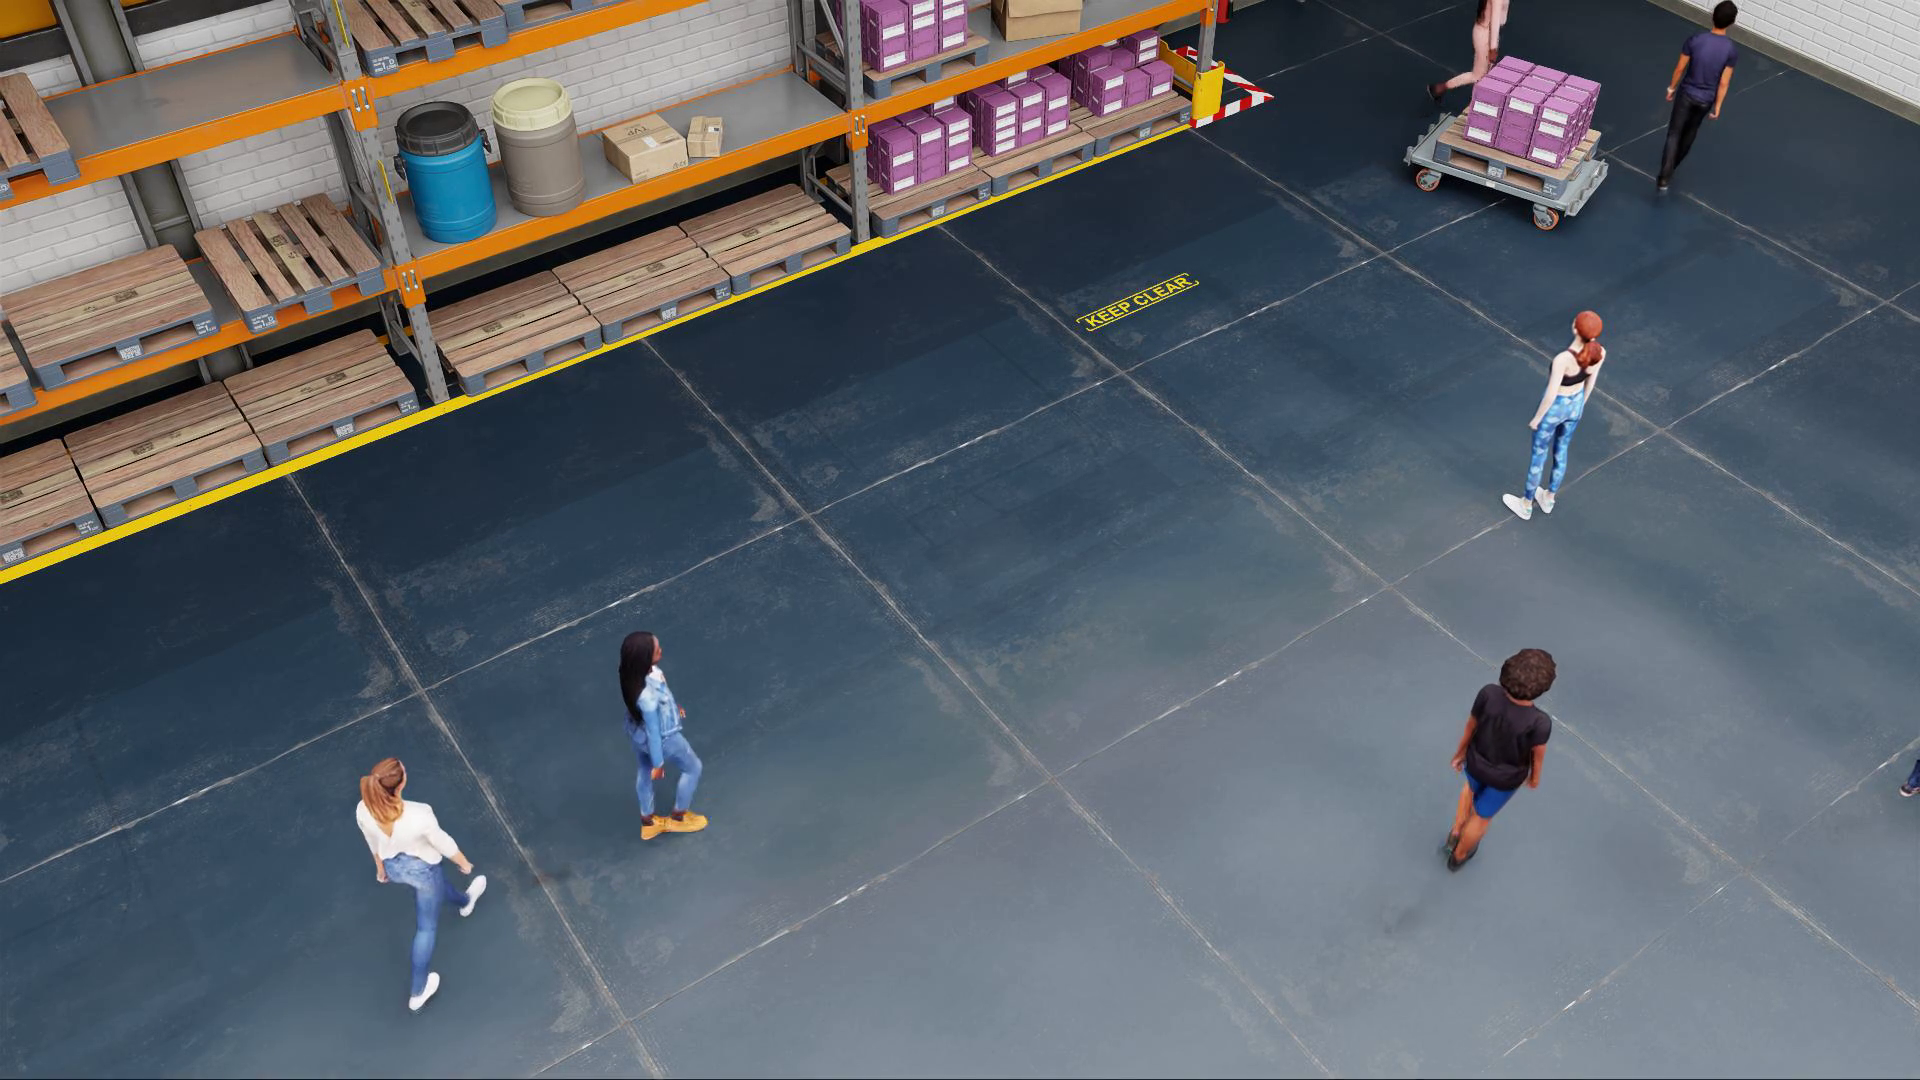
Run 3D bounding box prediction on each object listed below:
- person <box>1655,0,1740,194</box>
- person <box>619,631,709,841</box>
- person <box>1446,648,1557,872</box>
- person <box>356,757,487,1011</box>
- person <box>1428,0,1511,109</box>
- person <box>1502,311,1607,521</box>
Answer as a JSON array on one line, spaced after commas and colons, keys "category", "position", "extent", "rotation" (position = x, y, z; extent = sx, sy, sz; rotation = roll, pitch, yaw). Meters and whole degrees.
[{"category": "person", "position": [6.614, -3.952, 15.011], "extent": [1.045, 1.762, 1.228], "rotation": [15, 46, 15]}, {"category": "person", "position": [-1.872, 1.180, 9.673], "extent": [0.686, 1.695, 0.618], "rotation": [-22, 48, -21]}, {"category": "person", "position": [3.004, 1.323, 9.459], "extent": [0.654, 1.785, 0.650], "rotation": [33, 53, 30]}, {"category": "person", "position": [-2.967, 1.860, 8.974], "extent": [1.056, 1.674, 1.208], "rotation": [13, 45, 13]}, {"category": "person", "position": [4.963, -4.796, 15.941], "extent": [0.987, 1.702, 0.968], "rotation": [12, 45, 12]}, {"category": "person", "position": [4.241, -0.884, 11.774], "extent": [0.605, 1.785, 0.693], "rotation": [-14, 45, -14]}]
